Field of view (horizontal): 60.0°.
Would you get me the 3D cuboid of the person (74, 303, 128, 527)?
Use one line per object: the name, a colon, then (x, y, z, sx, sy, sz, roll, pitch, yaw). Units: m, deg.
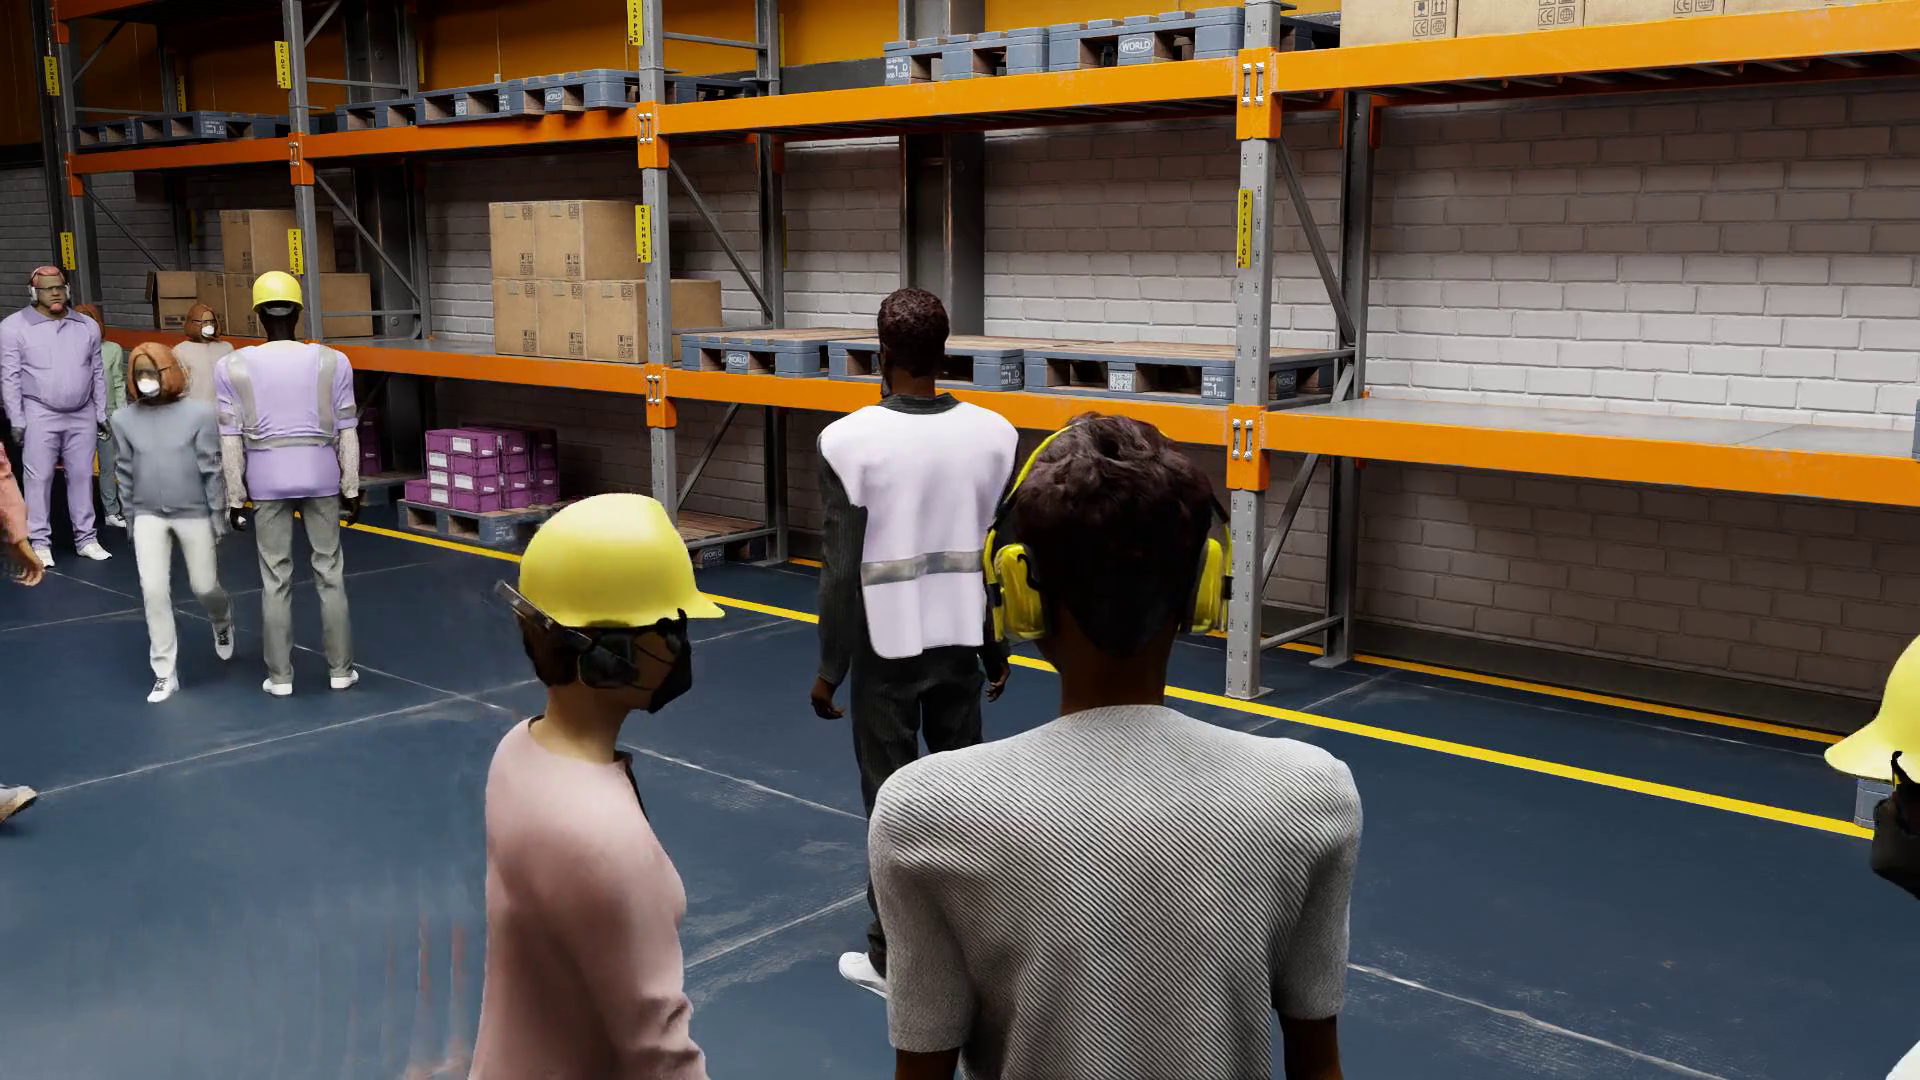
person: (-6.224, -0.880, 11.950, 0.287, 1.632, 0.501, 8, 13, 39)

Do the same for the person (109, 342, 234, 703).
person: (-3.588, -0.110, 7.644, 0.504, 1.613, 0.653, -1, 10, -7)

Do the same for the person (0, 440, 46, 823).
person: (-3.633, 0.031, 5.886, 1.025, 1.938, 0.610, 5, 11, 24)

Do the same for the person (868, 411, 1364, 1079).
person: (0.150, 0.798, 1.747, 0.517, 1.865, 0.328, -1, 10, -8)

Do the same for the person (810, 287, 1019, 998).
person: (-0.111, 0.289, 4.484, 0.600, 1.917, 0.376, -6, 11, -30)

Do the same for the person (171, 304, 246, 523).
person: (-5.473, -0.904, 12.112, 0.283, 1.625, 0.494, 6, 12, 31)

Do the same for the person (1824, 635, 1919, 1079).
person: (0.985, 0.906, 1.489, 0.841, 1.735, 0.537, 7, 12, 33)

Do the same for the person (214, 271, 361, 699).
person: (-3.007, -0.242, 7.504, 0.579, 1.920, 0.373, -4, 11, -24)

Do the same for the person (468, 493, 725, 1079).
person: (-0.497, 0.795, 2.211, 0.937, 1.715, 0.526, -4, 11, -22)

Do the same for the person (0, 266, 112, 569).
person: (-5.754, -0.787, 10.642, 0.400, 1.910, 0.643, 8, 13, 39)
